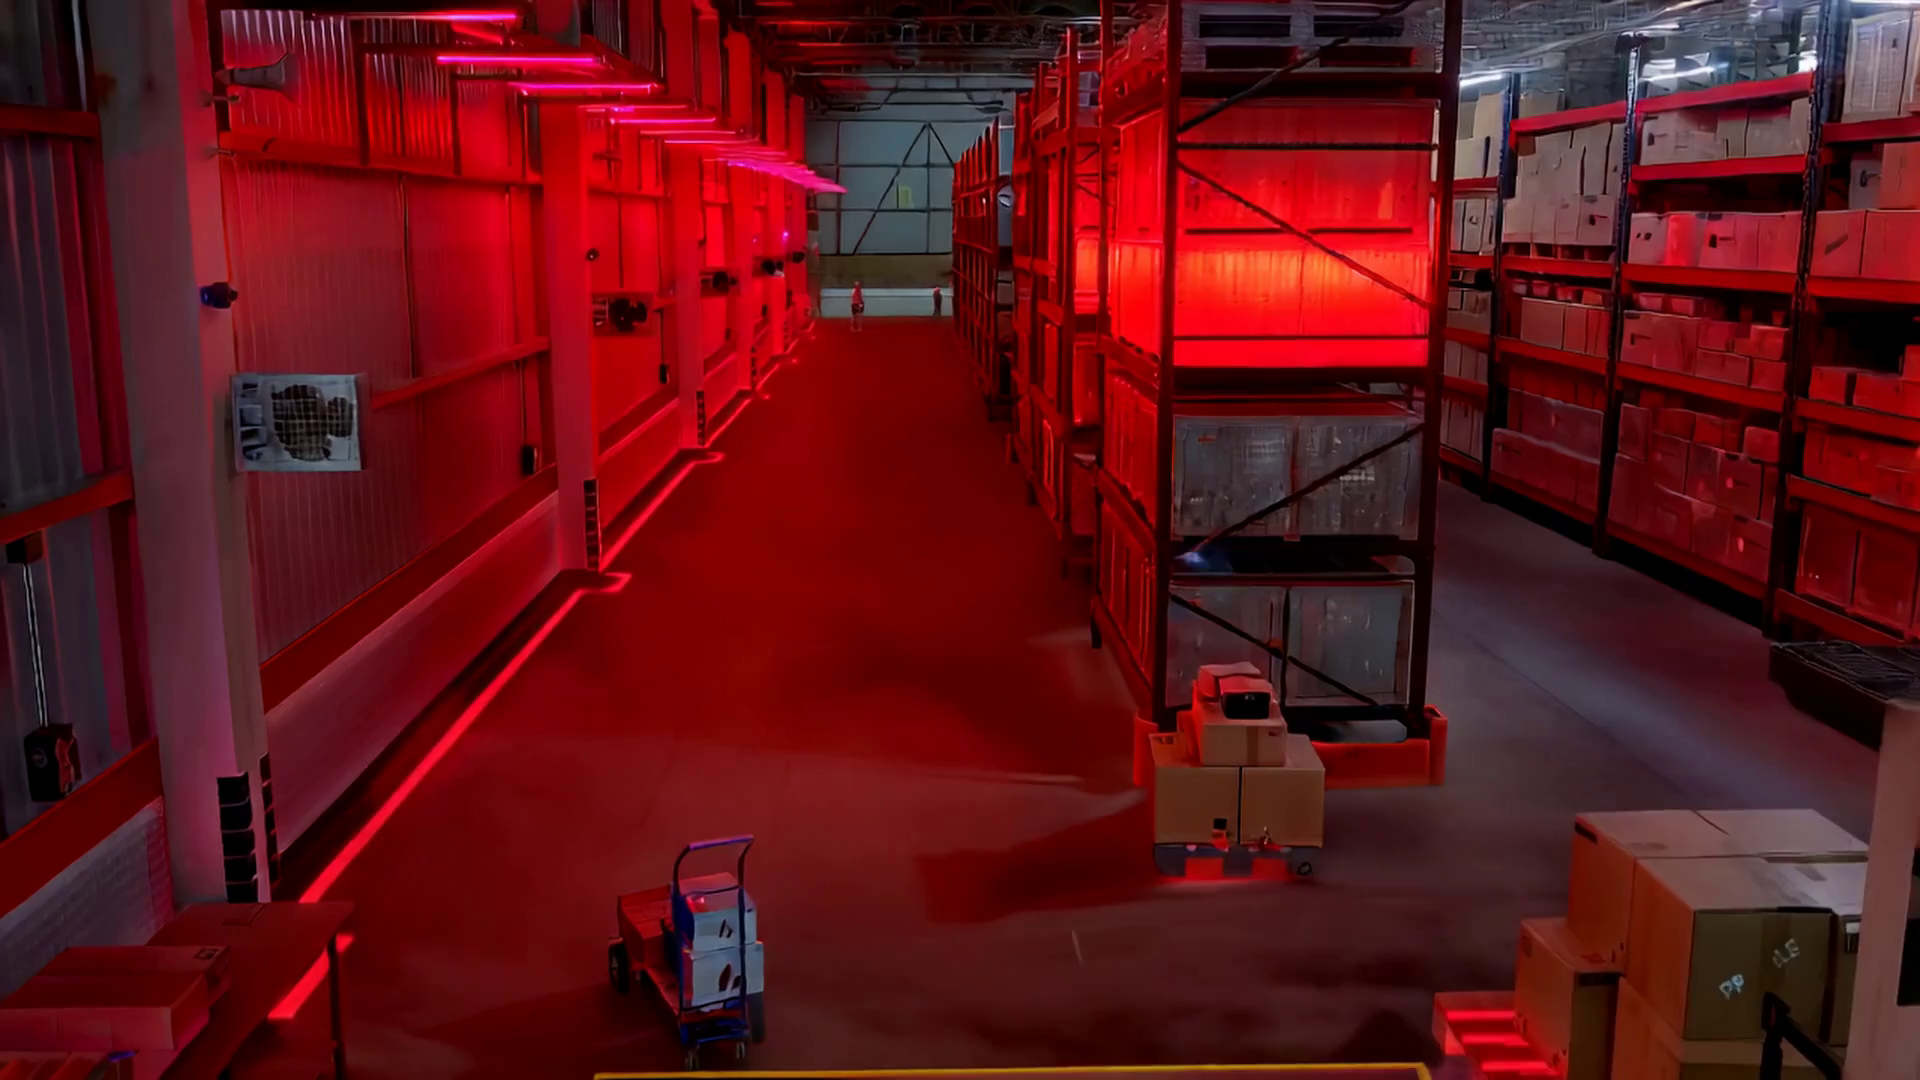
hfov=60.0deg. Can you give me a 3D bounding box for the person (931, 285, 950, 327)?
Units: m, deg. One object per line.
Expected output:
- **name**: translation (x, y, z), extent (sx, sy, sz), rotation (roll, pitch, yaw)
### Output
- **person**: translation (-0.752, -8.990, 63.932), extent (0.823, 1.595, 0.545), rotation (0, 11, 3)

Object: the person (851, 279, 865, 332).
- **person**: translation (-3.735, -8.581, 60.960), extent (0.551, 1.932, 0.378), rotation (7, 13, 33)
